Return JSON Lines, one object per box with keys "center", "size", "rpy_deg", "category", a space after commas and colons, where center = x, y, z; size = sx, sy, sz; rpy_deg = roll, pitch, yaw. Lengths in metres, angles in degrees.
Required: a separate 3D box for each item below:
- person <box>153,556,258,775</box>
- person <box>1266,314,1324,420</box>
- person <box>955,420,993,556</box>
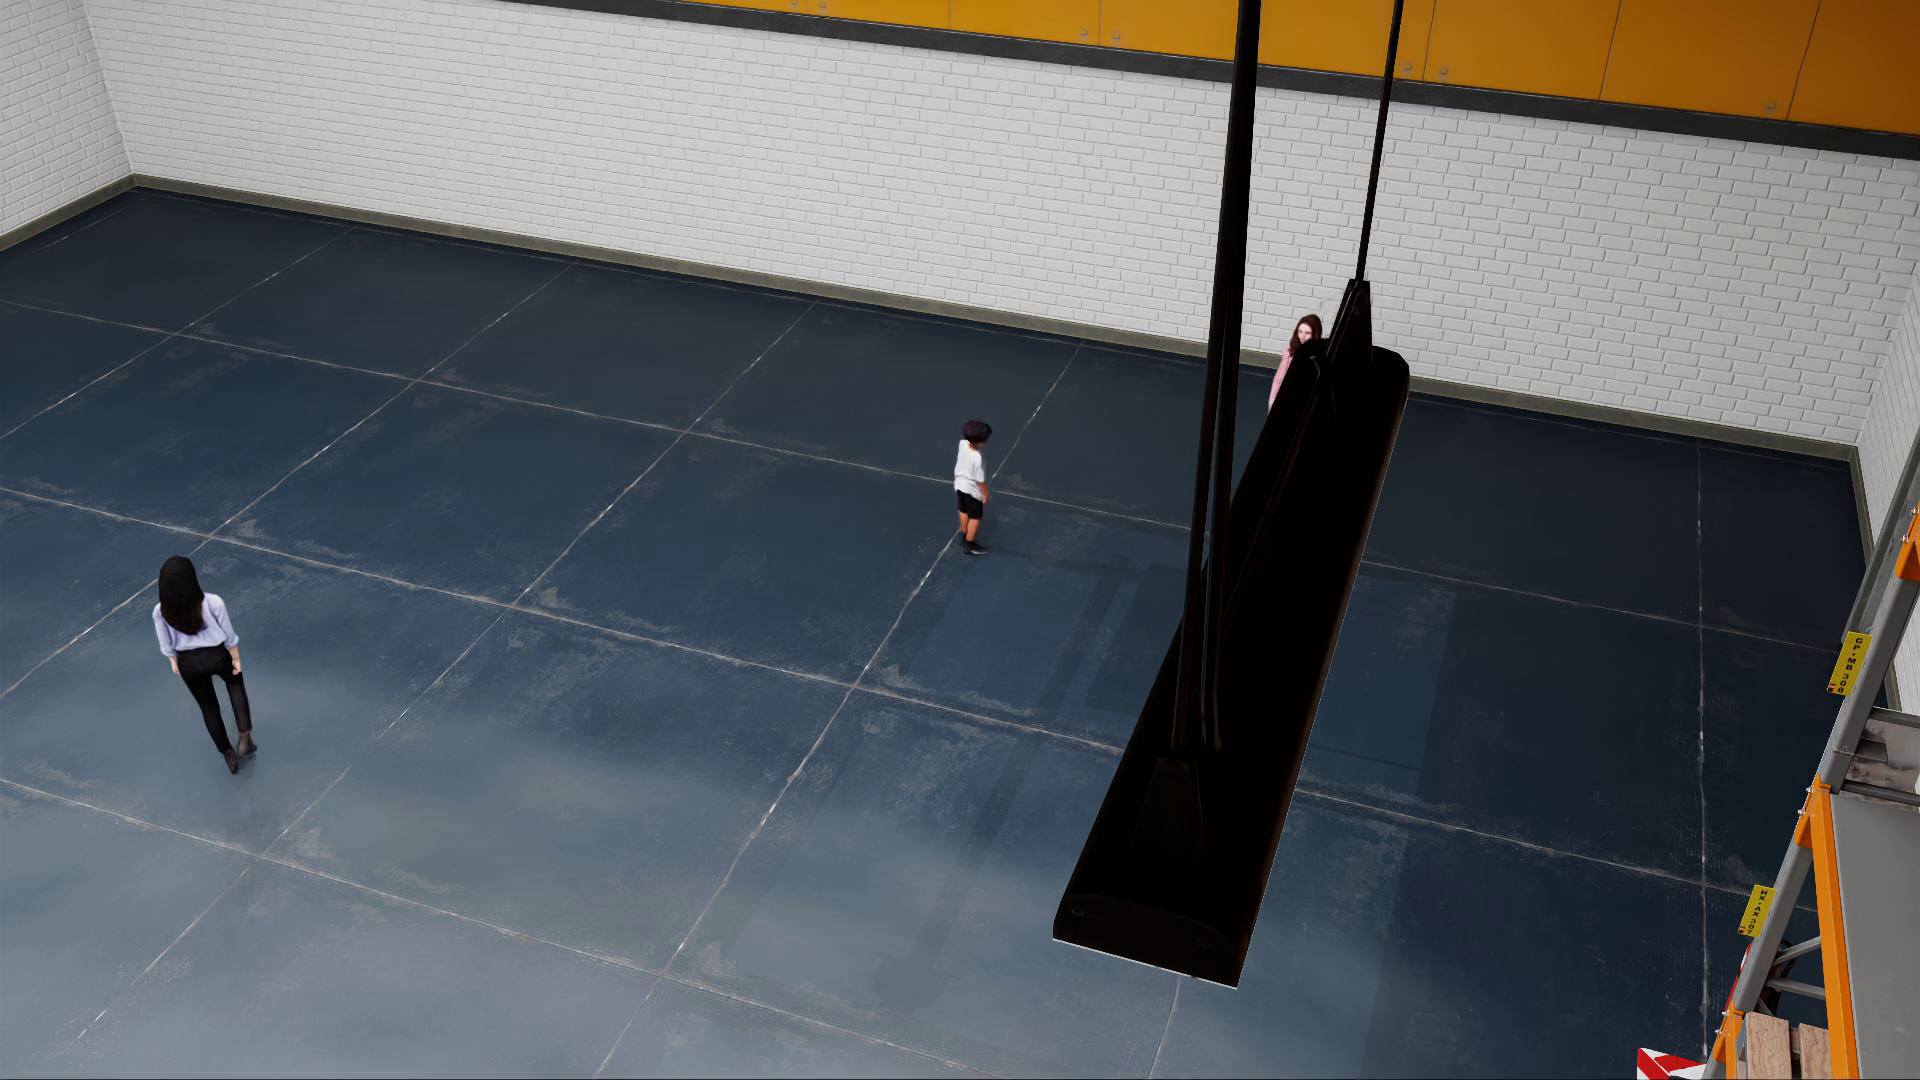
{"center": [-5.106, 0.899, 11.257], "size": [0.759, 1.735, 0.811], "rpy_deg": [-13, 36, -19], "category": "person"}
{"center": [2.975, -1.150, 14.308], "size": [0.801, 1.771, 1.036], "rpy_deg": [20, 38, 27], "category": "person"}
{"center": [0.079, -0.481, 13.776], "size": [0.623, 1.244, 0.652], "rpy_deg": [22, 40, 30], "category": "person"}
